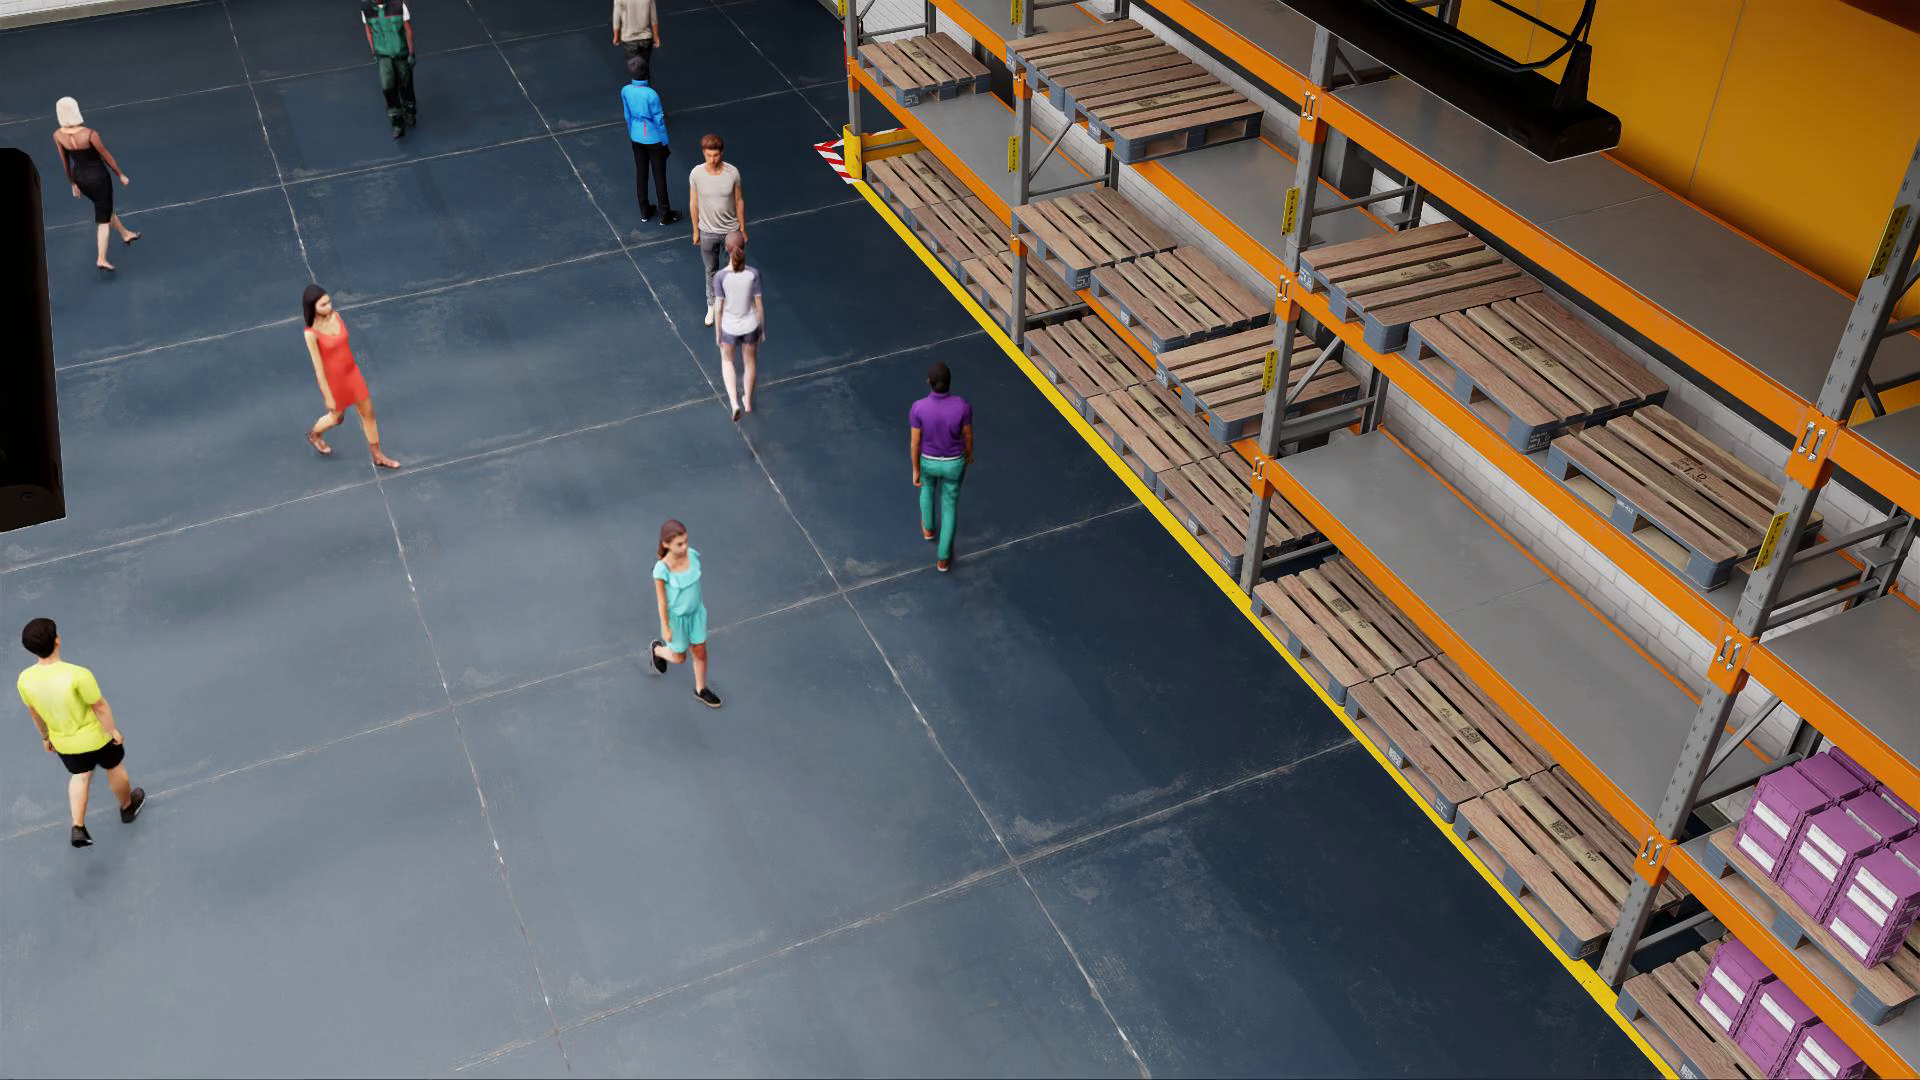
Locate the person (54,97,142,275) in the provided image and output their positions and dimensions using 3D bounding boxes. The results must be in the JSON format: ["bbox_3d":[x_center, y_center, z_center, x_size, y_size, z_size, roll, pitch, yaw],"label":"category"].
[{"bbox_3d":[-8.516,-3.431,16.293,0.999,1.702,1.169,5,39,7],"label":"person"}]

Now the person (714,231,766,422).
[{"bbox_3d":[-1.868,-1.767,14.171,0.706,1.750,0.883,-9,39,-11],"label":"person"}]

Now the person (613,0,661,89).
[{"bbox_3d":[-3.669,-5.679,19.047,0.685,1.777,1.149,-18,42,-21],"label":"person"}]

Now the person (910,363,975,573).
[{"bbox_3d":[-0.135,-0.518,12.612,0.872,1.745,1.013,3,39,3],"label":"person"}]

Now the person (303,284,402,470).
[{"bbox_3d":[-5.163,-1.320,13.656,1.113,1.694,1.069,12,40,14],"label":"person"}]

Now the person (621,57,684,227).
[{"bbox_3d":[-3.207,-4.085,17.043,0.682,1.788,0.756,16,41,19],"label":"person"}]

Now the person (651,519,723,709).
[{"bbox_3d":[-1.966,0.485,11.513,0.946,1.548,0.738,31,48,33],"label":"person"}]

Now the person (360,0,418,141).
[{"bbox_3d":[-6.387,-5.516,18.826,0.844,1.799,1.137,-7,39,-9],"label":"person"}]

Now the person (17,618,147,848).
[{"bbox_3d":[-5.537,1.260,10.429,0.824,1.690,0.985,-2,39,-2],"label":"person"}]

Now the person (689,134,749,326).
[{"bbox_3d":[-2.240,-2.901,15.479,0.725,1.891,0.671,-4,39,-5],"label":"person"}]
